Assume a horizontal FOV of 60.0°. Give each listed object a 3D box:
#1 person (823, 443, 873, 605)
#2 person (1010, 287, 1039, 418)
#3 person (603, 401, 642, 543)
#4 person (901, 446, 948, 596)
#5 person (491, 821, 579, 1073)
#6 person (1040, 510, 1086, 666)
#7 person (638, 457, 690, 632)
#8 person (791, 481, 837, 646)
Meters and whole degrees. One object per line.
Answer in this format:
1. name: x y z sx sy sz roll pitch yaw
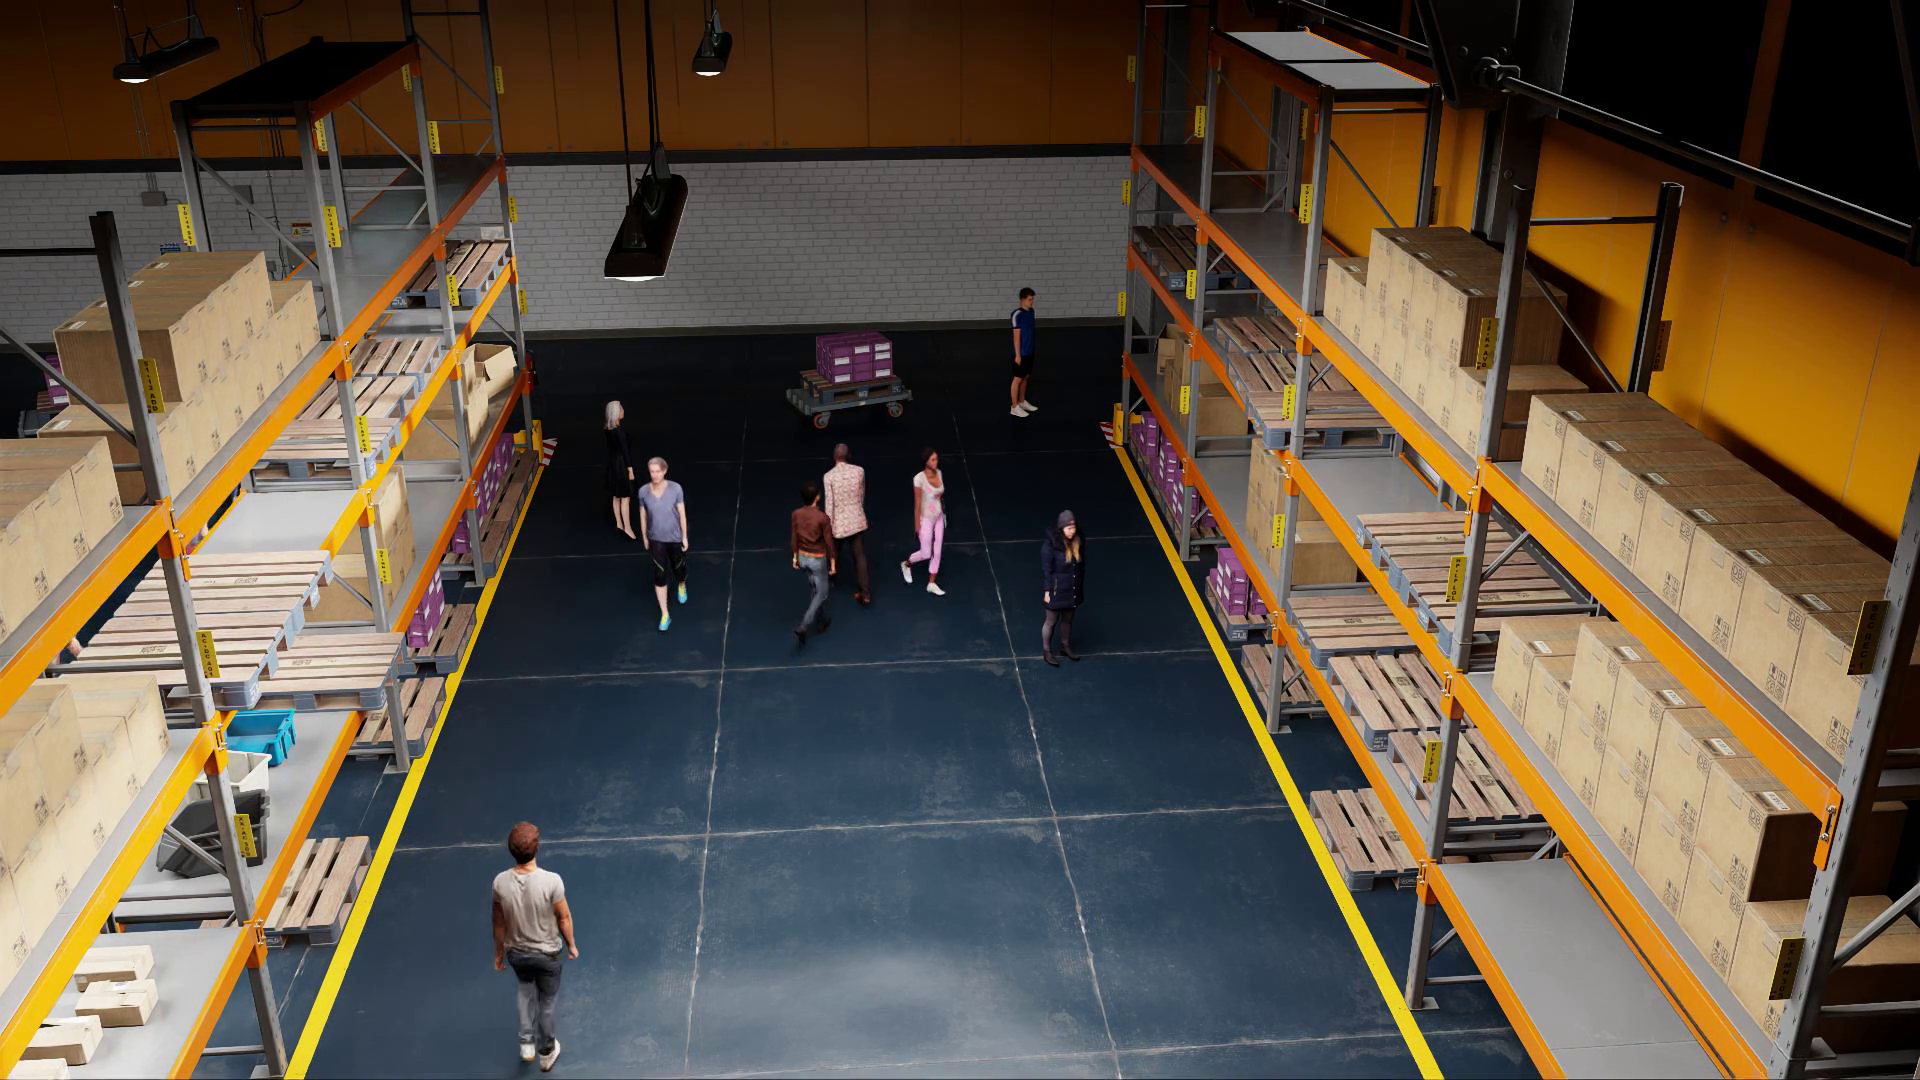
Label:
1. person: -1.200 -0.138 18.134 0.935 1.756 1.239 -11 26 -24
2. person: 0.905 -2.731 23.929 0.808 1.866 0.712 13 27 27
3. person: -4.018 -0.824 19.716 0.757 1.747 0.671 -18 30 -36
4. person: -0.390 -0.227 18.372 0.918 1.728 0.845 21 31 39
5. person: -2.896 2.817 11.218 0.718 1.881 0.673 1 24 1
6. person: 1.027 0.468 16.850 0.771 1.674 0.791 -14 27 -29
7. person: -3.118 -0.020 17.728 0.647 1.864 1.046 -2 24 -4
8. person: -1.554 0.259 17.222 0.973 1.759 1.146 10 26 22
